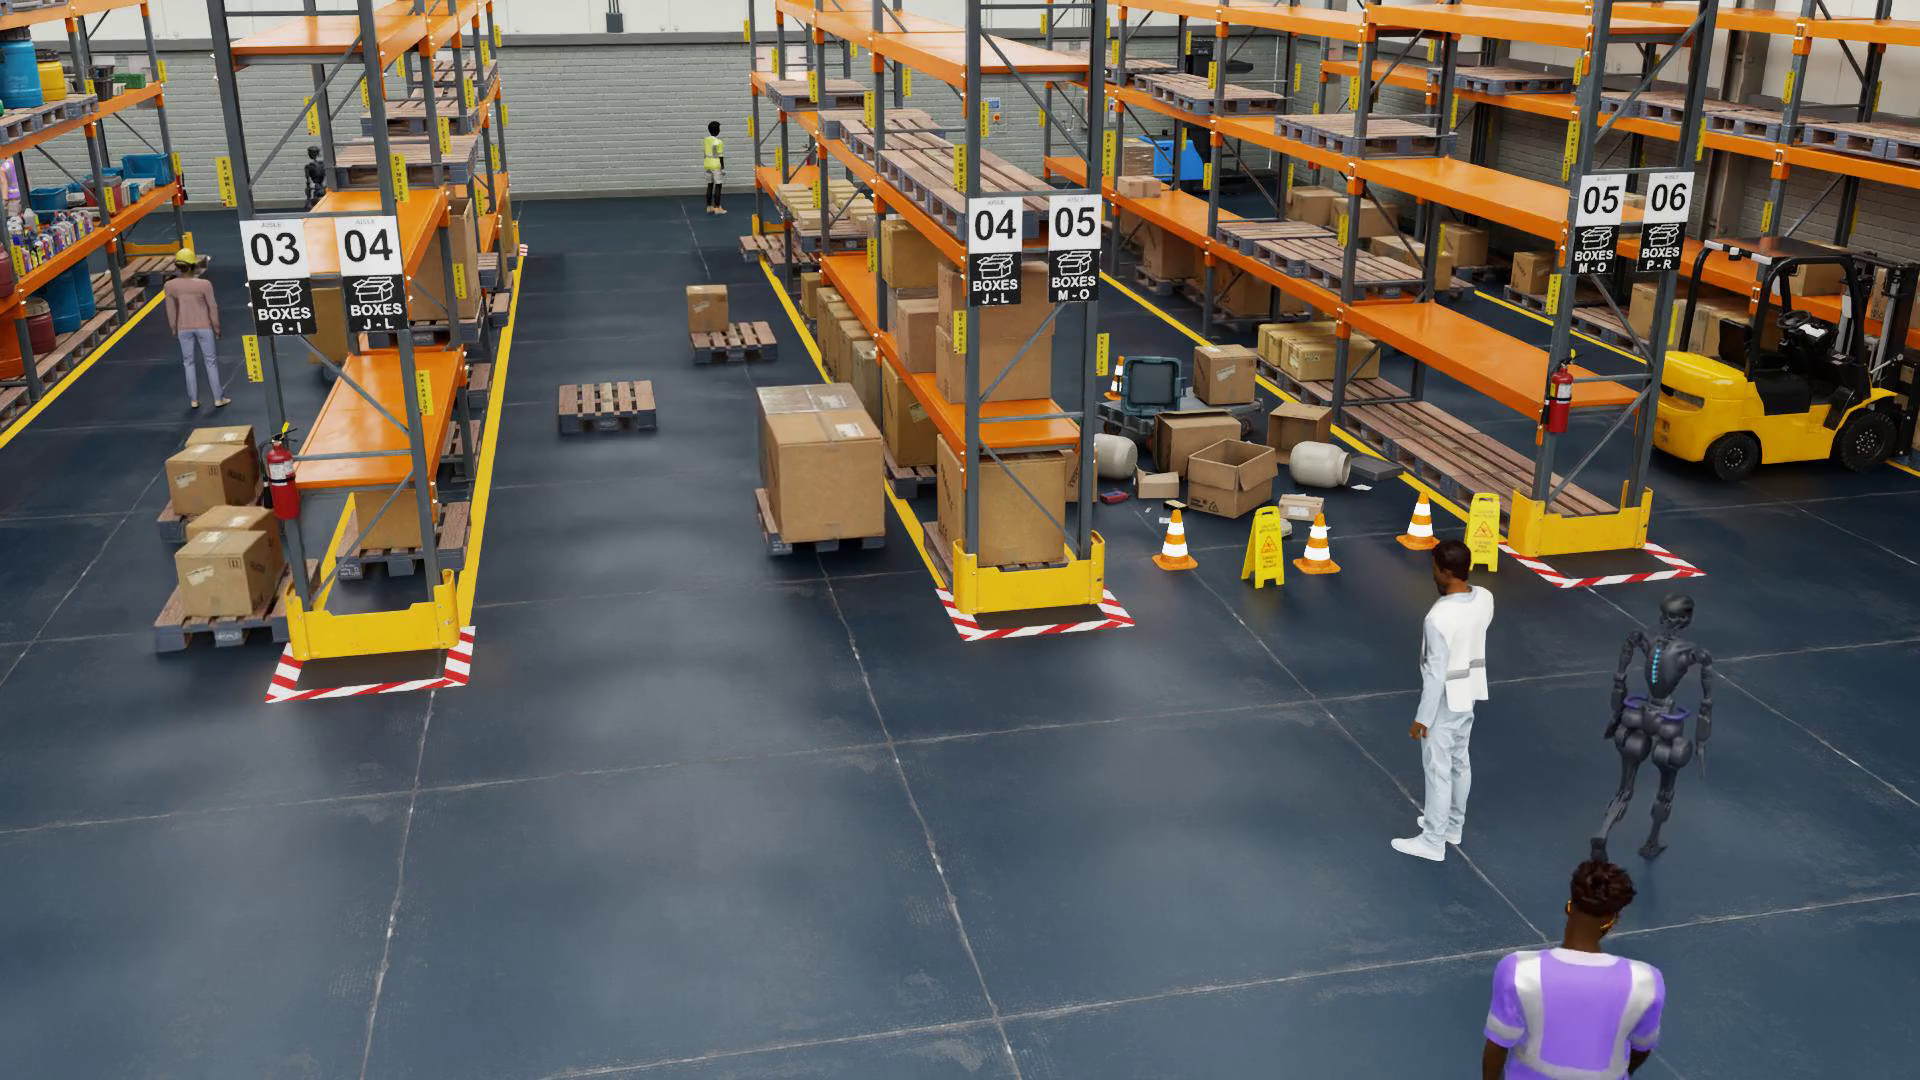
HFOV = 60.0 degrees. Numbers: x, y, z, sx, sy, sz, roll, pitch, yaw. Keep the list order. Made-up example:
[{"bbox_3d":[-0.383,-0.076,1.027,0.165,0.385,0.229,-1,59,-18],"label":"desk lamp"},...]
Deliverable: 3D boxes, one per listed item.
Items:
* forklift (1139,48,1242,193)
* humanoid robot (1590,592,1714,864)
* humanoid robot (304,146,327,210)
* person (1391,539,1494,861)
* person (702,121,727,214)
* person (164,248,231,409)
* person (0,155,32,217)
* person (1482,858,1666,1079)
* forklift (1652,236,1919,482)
[{"bbox_3d":[4.566,-8.313,32.860,1.873,2.768,1.129,-4,21,-12],"label":"forklift"},{"bbox_3d":[3.865,1.078,9.301,0.650,1.629,0.609,-18,27,-40],"label":"humanoid robot"},{"bbox_3d":[-10.640,-5.683,27.524,0.711,1.630,0.598,7,21,18],"label":"humanoid robot"},{"bbox_3d":[2.756,0.909,9.397,0.397,1.913,0.587,19,27,41],"label":"person"},{"bbox_3d":[-4.516,-6.844,30.595,0.538,1.687,0.319,17,26,38],"label":"person"},{"bbox_3d":[-8.413,-2.326,18.316,0.532,1.766,0.325,-3,21,-8],"label":"person"},{"bbox_3d":[-15.368,-5.566,27.155,0.350,1.688,0.488,11,23,27],"label":"person"},{"bbox_3d":[2.267,2.053,6.268,0.623,1.944,0.502,5,21,14],"label":"person"},{"bbox_3d":[8.013,-1.814,16.330,2.313,2.155,1.214,-4,21,-12],"label":"forklift"}]
